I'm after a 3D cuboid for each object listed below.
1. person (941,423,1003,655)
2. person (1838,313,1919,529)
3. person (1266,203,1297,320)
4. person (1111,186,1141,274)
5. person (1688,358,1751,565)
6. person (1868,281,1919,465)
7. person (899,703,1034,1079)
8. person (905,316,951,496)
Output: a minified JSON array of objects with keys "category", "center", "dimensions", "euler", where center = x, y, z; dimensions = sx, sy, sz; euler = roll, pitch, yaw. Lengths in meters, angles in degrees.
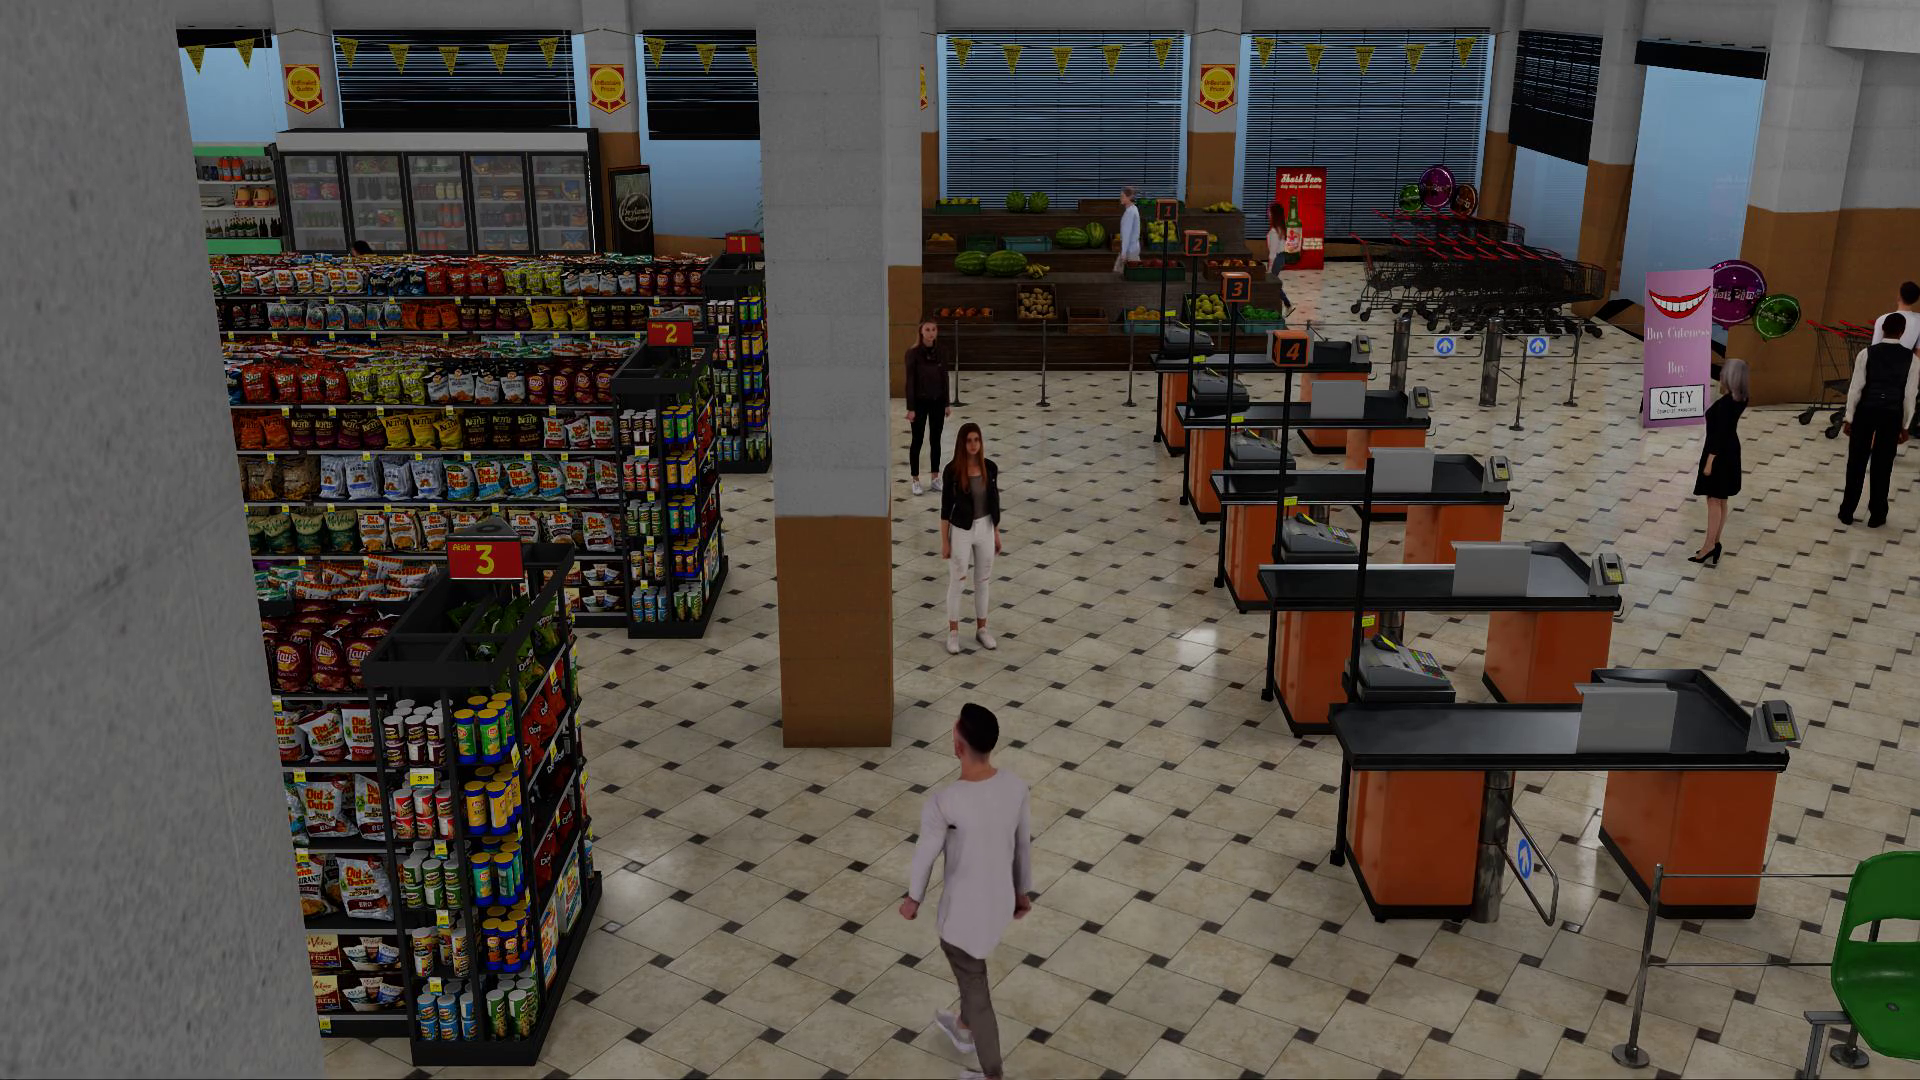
[{"category":"person","center":[0.082,-0.029,12.064],"dimensions":[0.566,1.703,0.731],"euler":[-6,20,-17]},{"category":"person","center":[8.177,-1.055,14.833],"dimensions":[0.699,1.879,0.842],"euler":[10,21,26]},{"category":"person","center":[4.545,-3.885,23.487],"dimensions":[0.839,1.712,0.758],"euler":[11,22,30]},{"category":"person","center":[2.555,-4.153,24.088],"dimensions":[1.310,1.837,0.768],"euler":[2,19,7]},{"category":"person","center":[6.342,-0.663,13.878],"dimensions":[0.746,1.747,0.697],"euler":[15,24,38]},{"category":"person","center":[9.387,-1.682,16.731],"dimensions":[0.561,1.853,0.763],"euler":[3,19,9]},{"category":"person","center":[0.114,1.593,7.079],"dimensions":[0.983,1.815,1.021],"euler":[-15,24,-37]},{"category":"person","center":[-0.310,-1.288,15.798],"dimensions":[0.590,1.704,0.733],"euler":[-9,20,-24]}]
